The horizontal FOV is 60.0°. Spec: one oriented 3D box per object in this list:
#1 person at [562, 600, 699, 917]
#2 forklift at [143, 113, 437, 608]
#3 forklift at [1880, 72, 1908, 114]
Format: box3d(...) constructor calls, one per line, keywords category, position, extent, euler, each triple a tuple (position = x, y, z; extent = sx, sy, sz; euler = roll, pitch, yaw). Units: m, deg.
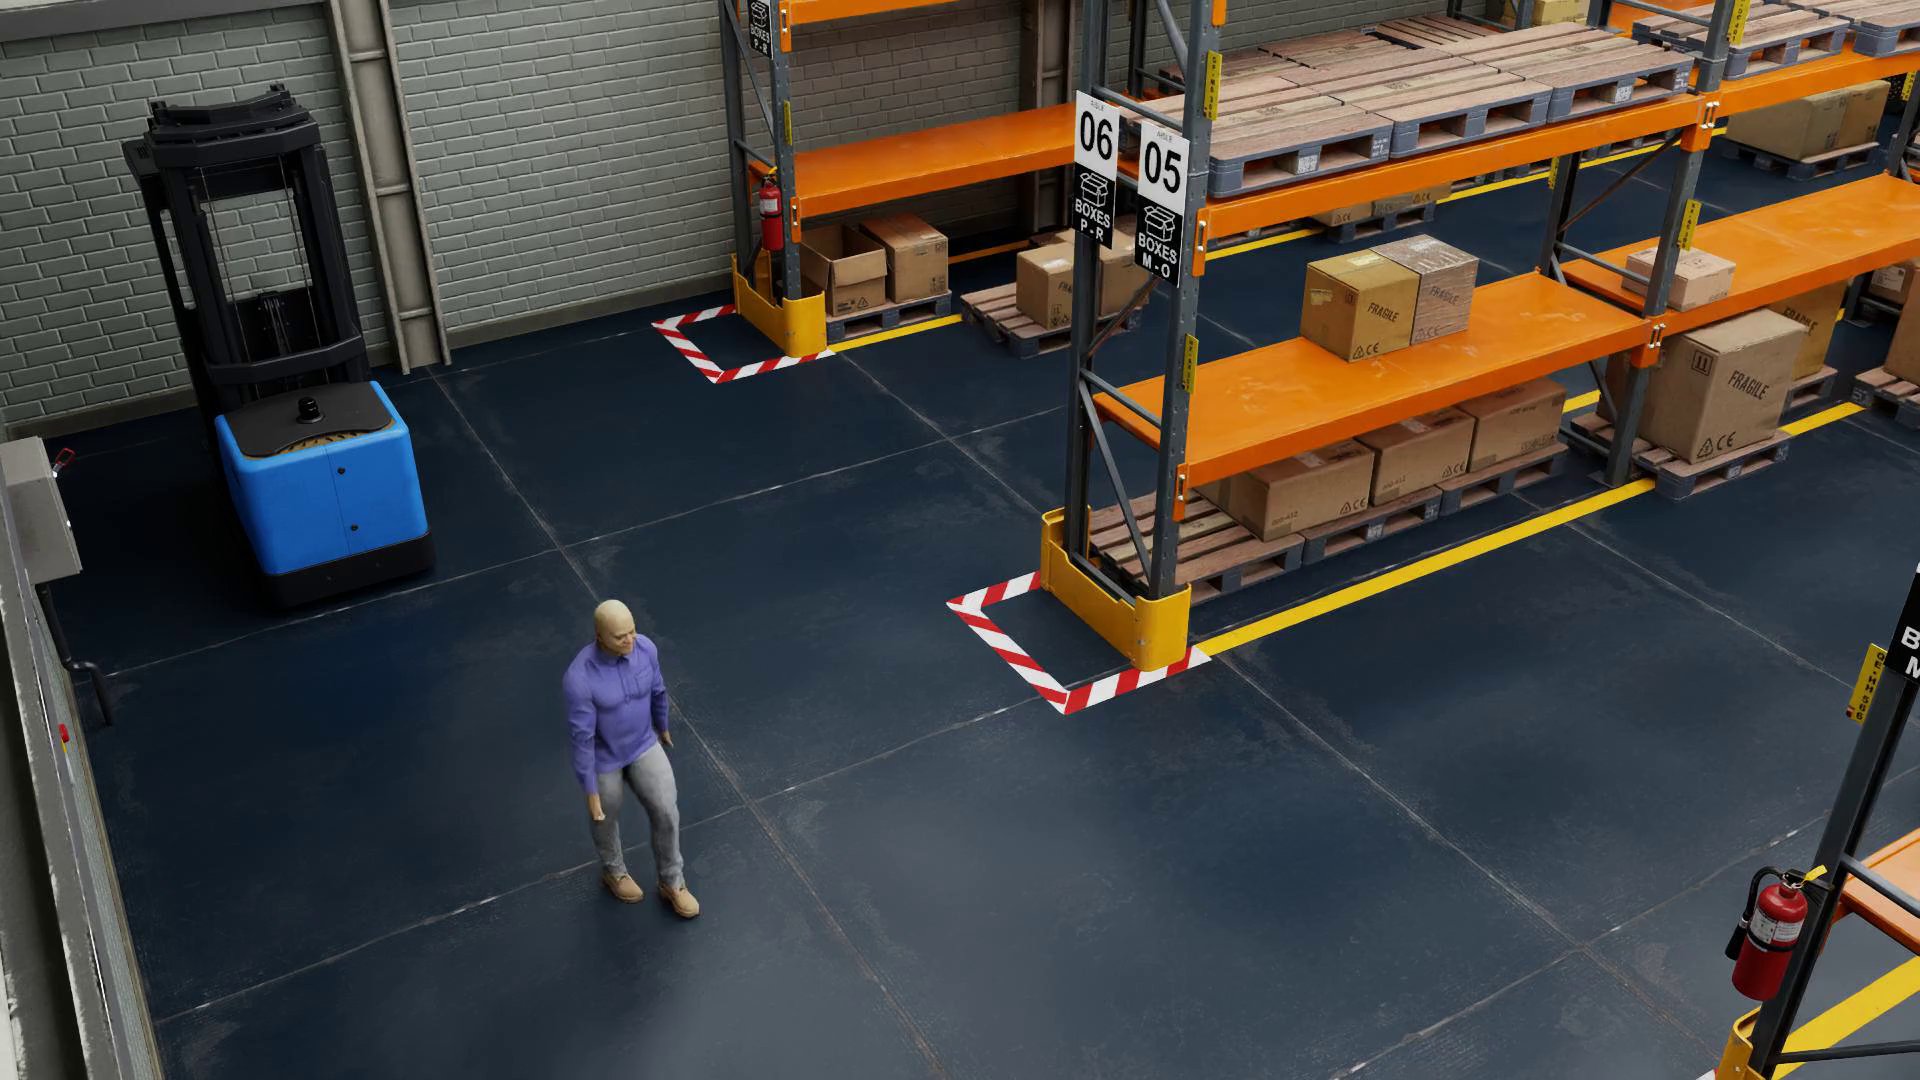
box3d(category="person", position=(-1.542, 1.056, 7.799), extent=(0.601, 1.771, 0.722), euler=(-23, 38, -32))
box3d(category="forklift", position=(-4.289, -1.259, 10.509), extent=(1.129, 2.768, 1.873), euler=(-17, 36, -26))
box3d(category="forklift", position=(11.468, -5.645, 18.244), extent=(1.214, 2.155, 2.313), euler=(-17, 36, -26))
